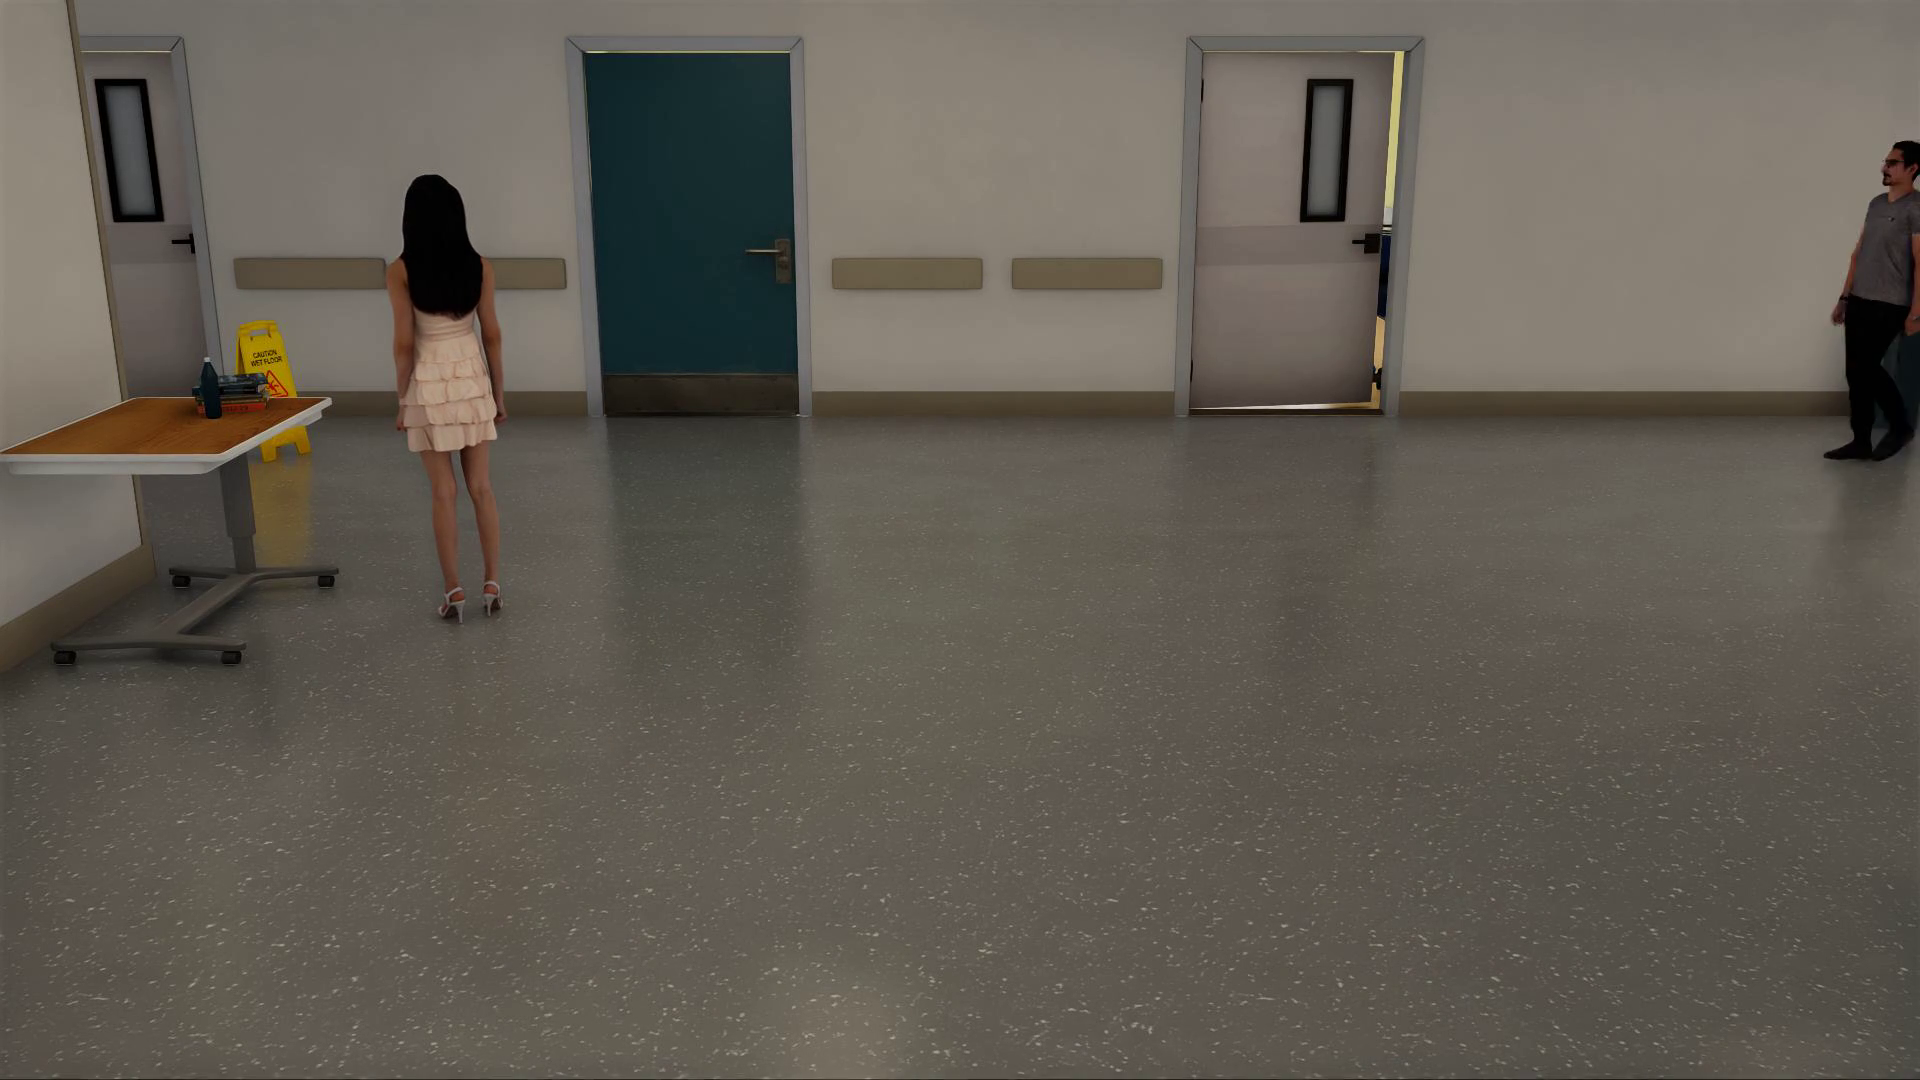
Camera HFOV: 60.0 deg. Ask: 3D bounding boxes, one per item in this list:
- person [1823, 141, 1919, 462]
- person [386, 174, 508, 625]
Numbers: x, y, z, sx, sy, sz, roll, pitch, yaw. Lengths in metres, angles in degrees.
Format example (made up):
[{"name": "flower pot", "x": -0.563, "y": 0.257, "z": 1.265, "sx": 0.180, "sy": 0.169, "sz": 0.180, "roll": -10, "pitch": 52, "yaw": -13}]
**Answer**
[{"name": "person", "x": 5.100, "y": -1.282, "z": 9.087, "sx": 0.686, "sy": 1.742, "sz": 0.640, "roll": -2, "pitch": 16, "yaw": -6}, {"name": "person", "x": -1.974, "y": -0.534, "z": 6.447, "sx": 0.623, "sy": 1.735, "sz": 0.724, "roll": -9, "pitch": 18, "yaw": -29}]
